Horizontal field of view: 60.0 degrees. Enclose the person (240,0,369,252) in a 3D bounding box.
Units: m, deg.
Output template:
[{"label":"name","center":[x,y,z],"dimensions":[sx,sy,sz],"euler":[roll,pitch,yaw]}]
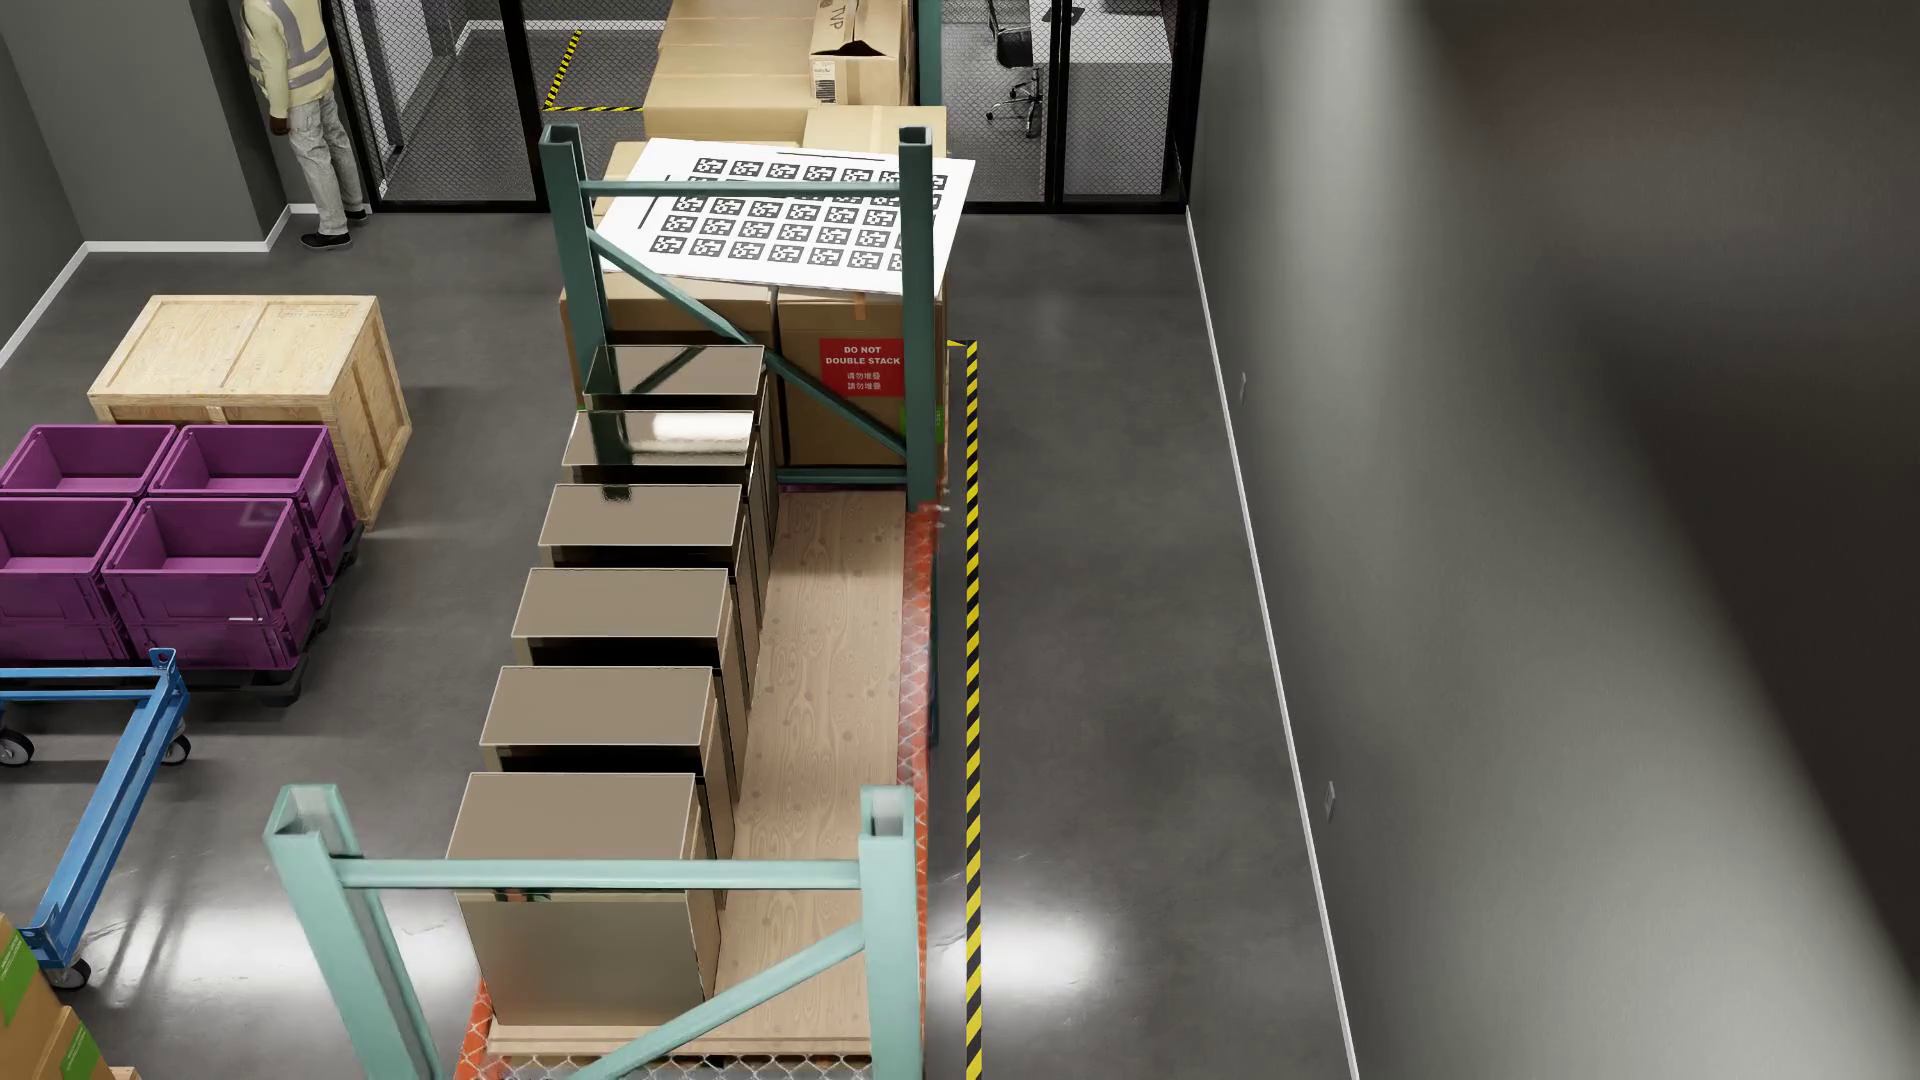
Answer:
[{"label":"person","center":[-3.474,-2.389,8.696],"dimensions":[0.403,1.833,0.586],"euler":[5,41,6]}]
